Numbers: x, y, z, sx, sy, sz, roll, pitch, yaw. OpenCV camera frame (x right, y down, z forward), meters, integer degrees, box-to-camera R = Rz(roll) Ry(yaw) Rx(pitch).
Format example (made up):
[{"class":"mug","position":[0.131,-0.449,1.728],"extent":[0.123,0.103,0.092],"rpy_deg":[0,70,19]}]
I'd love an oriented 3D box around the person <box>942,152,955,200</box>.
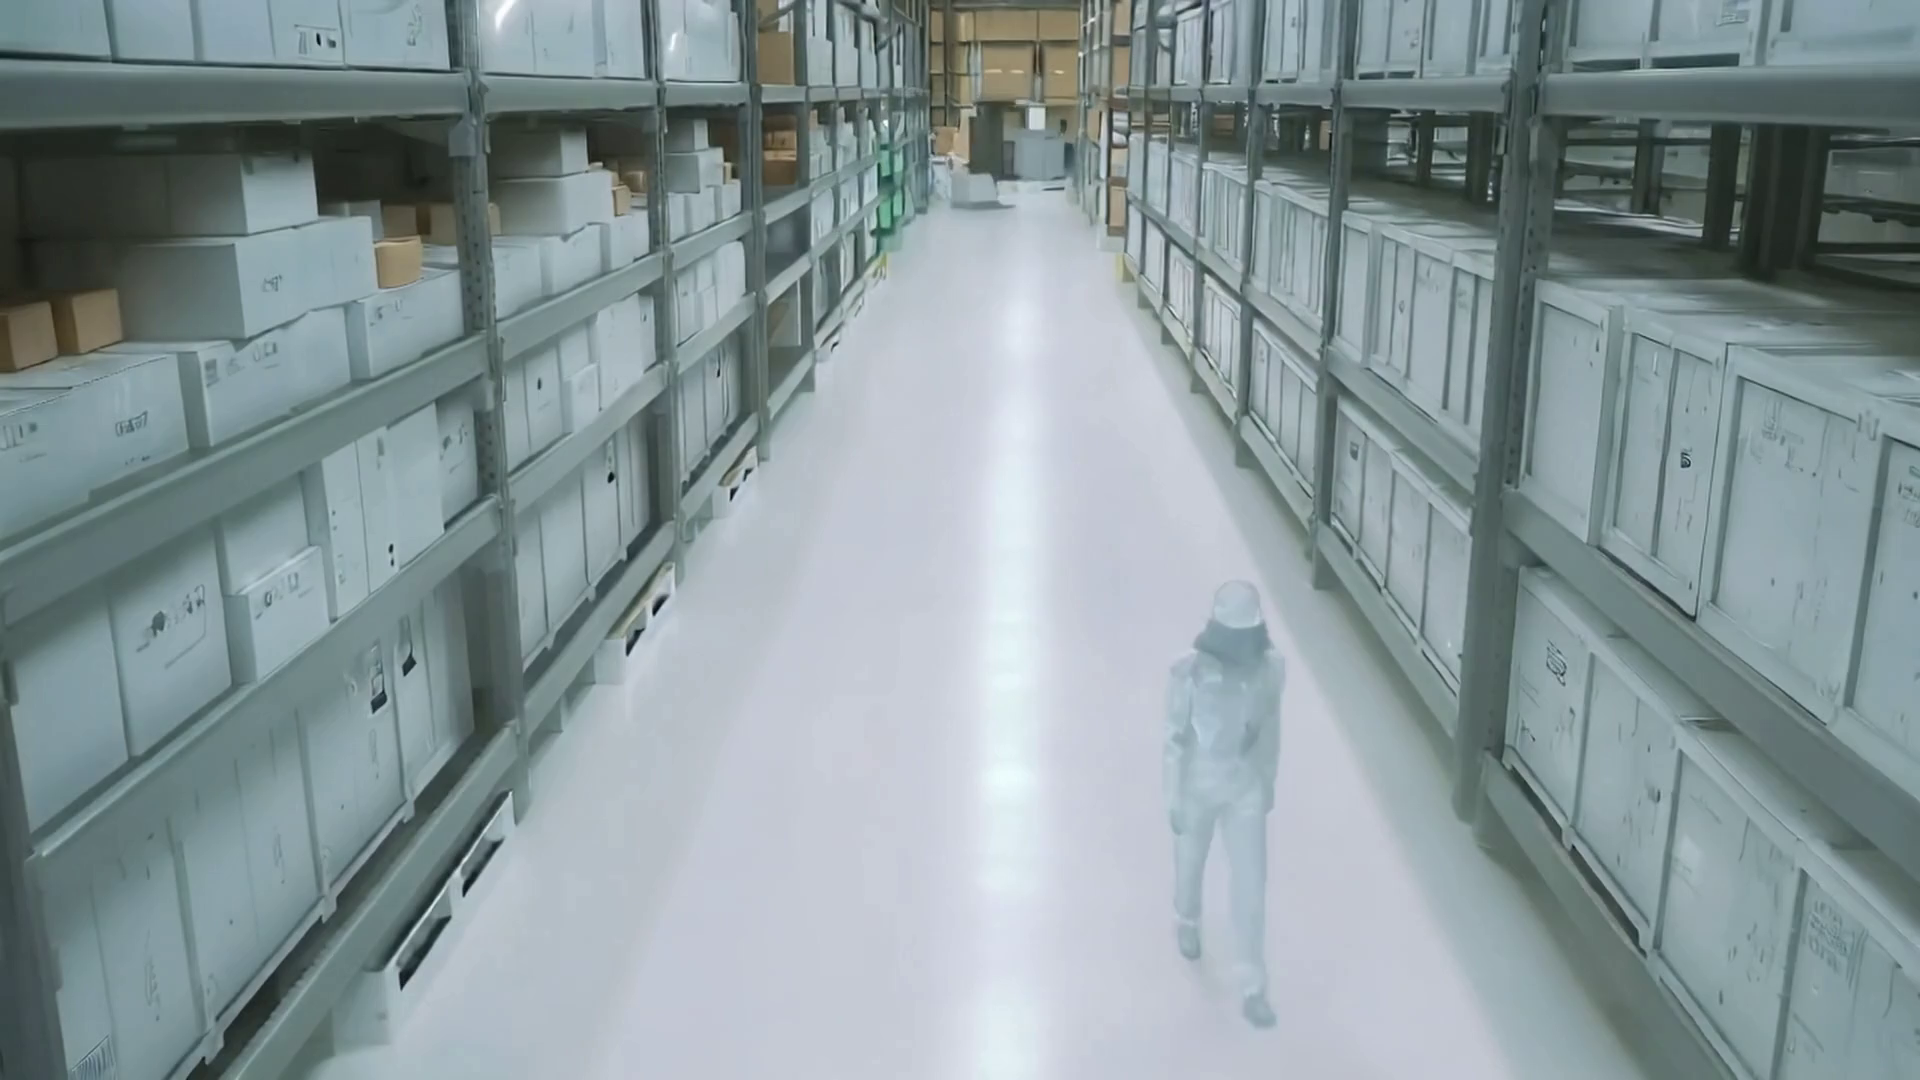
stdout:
[{"class":"person","position":[-0.327,-12.076,55.159],"extent":[0.520,1.597,0.862],"rpy_deg":[-11,18,-34]}]

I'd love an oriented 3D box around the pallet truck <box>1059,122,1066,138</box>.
[{"class":"pallet truck","position":[5.788,-21.111,88.014],"extent":[1.885,1.965,0.823],"rpy_deg":[5,16,18]}]

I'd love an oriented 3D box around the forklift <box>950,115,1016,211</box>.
[{"class":"forklift","position":[0.671,-11.370,50.095],"extent":[1.129,2.768,1.873],"rpy_deg":[13,20,40]}]

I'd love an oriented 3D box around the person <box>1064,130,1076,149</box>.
[{"class":"person","position":[4.884,-17.462,74.679],"extent":[0.649,1.883,1.036],"rpy_deg":[-9,17,-29]}]

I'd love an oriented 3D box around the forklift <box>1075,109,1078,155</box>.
[{"class":"forklift","position":[5.527,-17.228,71.890],"extent":[1.129,2.768,1.873],"rpy_deg":[4,16,16]}]

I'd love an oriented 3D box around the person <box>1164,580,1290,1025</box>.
[{"class":"person","position":[1.028,0.967,6.444],"extent":[0.494,1.689,0.938],"rpy_deg":[-1,15,-3]}]

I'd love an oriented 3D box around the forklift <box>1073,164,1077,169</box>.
[{"class":"forklift","position":[4.758,-12.974,56.065],"extent":[1.873,2.768,1.129],"rpy_deg":[0,15,2]}]
